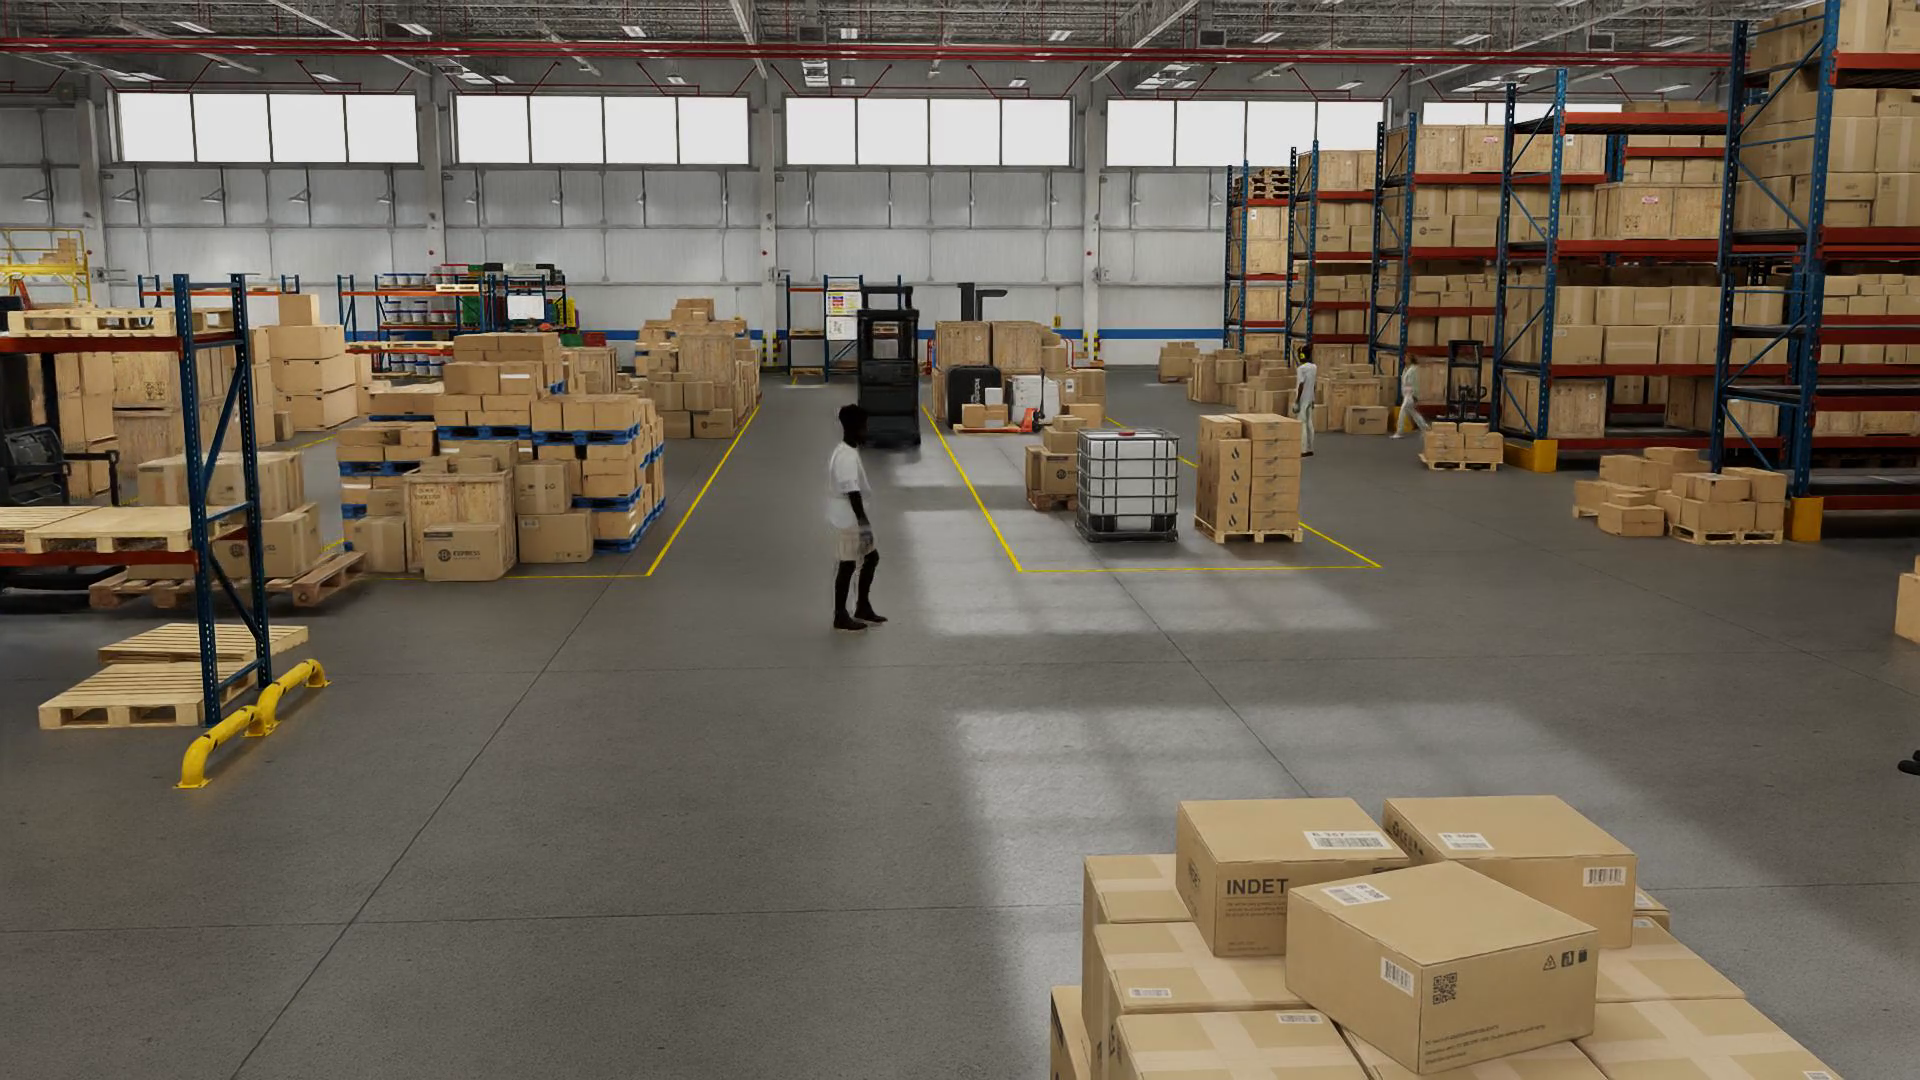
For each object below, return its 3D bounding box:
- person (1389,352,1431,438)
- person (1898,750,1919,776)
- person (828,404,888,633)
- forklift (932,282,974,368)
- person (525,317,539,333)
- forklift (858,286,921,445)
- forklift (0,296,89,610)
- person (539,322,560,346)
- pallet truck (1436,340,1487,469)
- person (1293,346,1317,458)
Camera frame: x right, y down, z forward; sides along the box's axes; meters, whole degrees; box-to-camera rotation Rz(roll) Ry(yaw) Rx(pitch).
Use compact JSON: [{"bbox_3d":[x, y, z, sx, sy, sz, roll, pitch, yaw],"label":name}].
[{"bbox_3d":[8.387,-2.684,30.854,0.767,1.608,0.525,-1,9,-5],"label":"person"},{"bbox_3d":[5.945,0.470,10.033,0.553,1.935,0.361,-8,12,-42],"label":"person"},{"bbox_3d":[-0.815,-0.173,14.043,0.606,1.947,0.622,0,9,0],"label":"person"},{"bbox_3d":[0.185,-5.571,45.012,1.873,2.768,1.129,-1,9,-4],"label":"forklift"},{"bbox_3d":[-11.593,-5.077,45.032,0.375,1.902,0.784,-6,11,-34],"label":"person"},{"bbox_3d":[-1.310,-3.176,29.970,1.129,2.768,1.873,-1,9,-4],"label":"forklift"},{"bbox_3d":[-8.812,-0.812,15.129,1.873,2.768,1.129,-1,9,-4],"label":"forklift"},{"bbox_3d":[-9.701,-4.191,39.379,0.625,1.917,0.445,-5,10,-29],"label":"person"},{"bbox_3d":[8.004,-2.170,26.422,0.823,1.965,1.885,2,9,14],"label":"pallet truck"},{"bbox_3d":[5.704,-2.285,27.573,0.329,1.862,0.507,8,12,42],"label":"person"}]
